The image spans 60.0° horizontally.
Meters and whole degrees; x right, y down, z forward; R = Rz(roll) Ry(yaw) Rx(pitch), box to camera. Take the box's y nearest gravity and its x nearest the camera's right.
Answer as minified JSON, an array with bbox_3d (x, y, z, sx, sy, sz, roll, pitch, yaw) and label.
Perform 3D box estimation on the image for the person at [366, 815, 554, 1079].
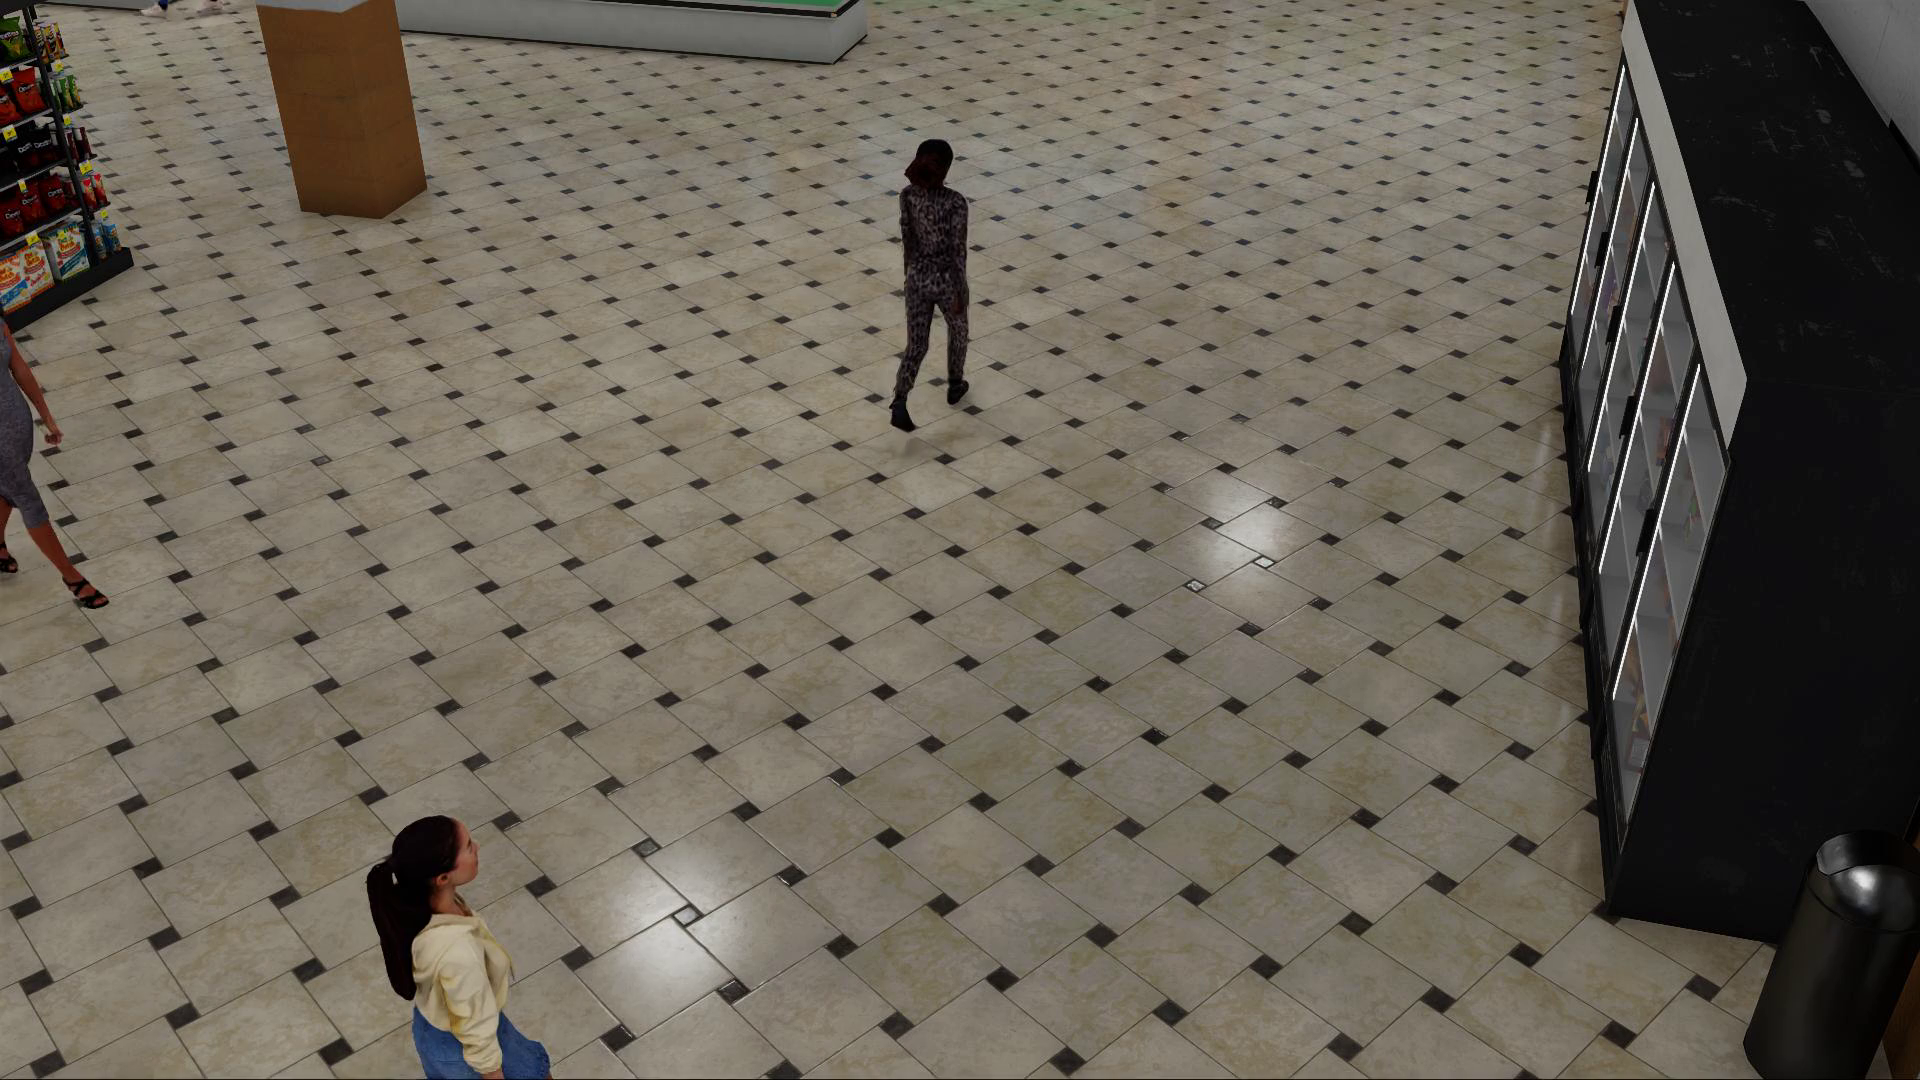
[{"bbox_3d":[-1.495,1.495,4.819,0.823,1.624,0.722,-26,40,-35],"label":"person"}]

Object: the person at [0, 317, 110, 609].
[{"bbox_3d":[-4.628,-0.493,7.908,1.129,1.736,0.715,14,34,21],"label":"person"}]

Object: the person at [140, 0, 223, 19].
[{"bbox_3d":[-8.114,-6.341,17.329,1.103,1.712,1.100,-22,38,-31],"label":"person"}]

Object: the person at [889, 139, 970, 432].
[{"bbox_3d":[-0.187,-1.403,9.421,1.095,1.683,0.777,14,34,21],"label":"person"}]
